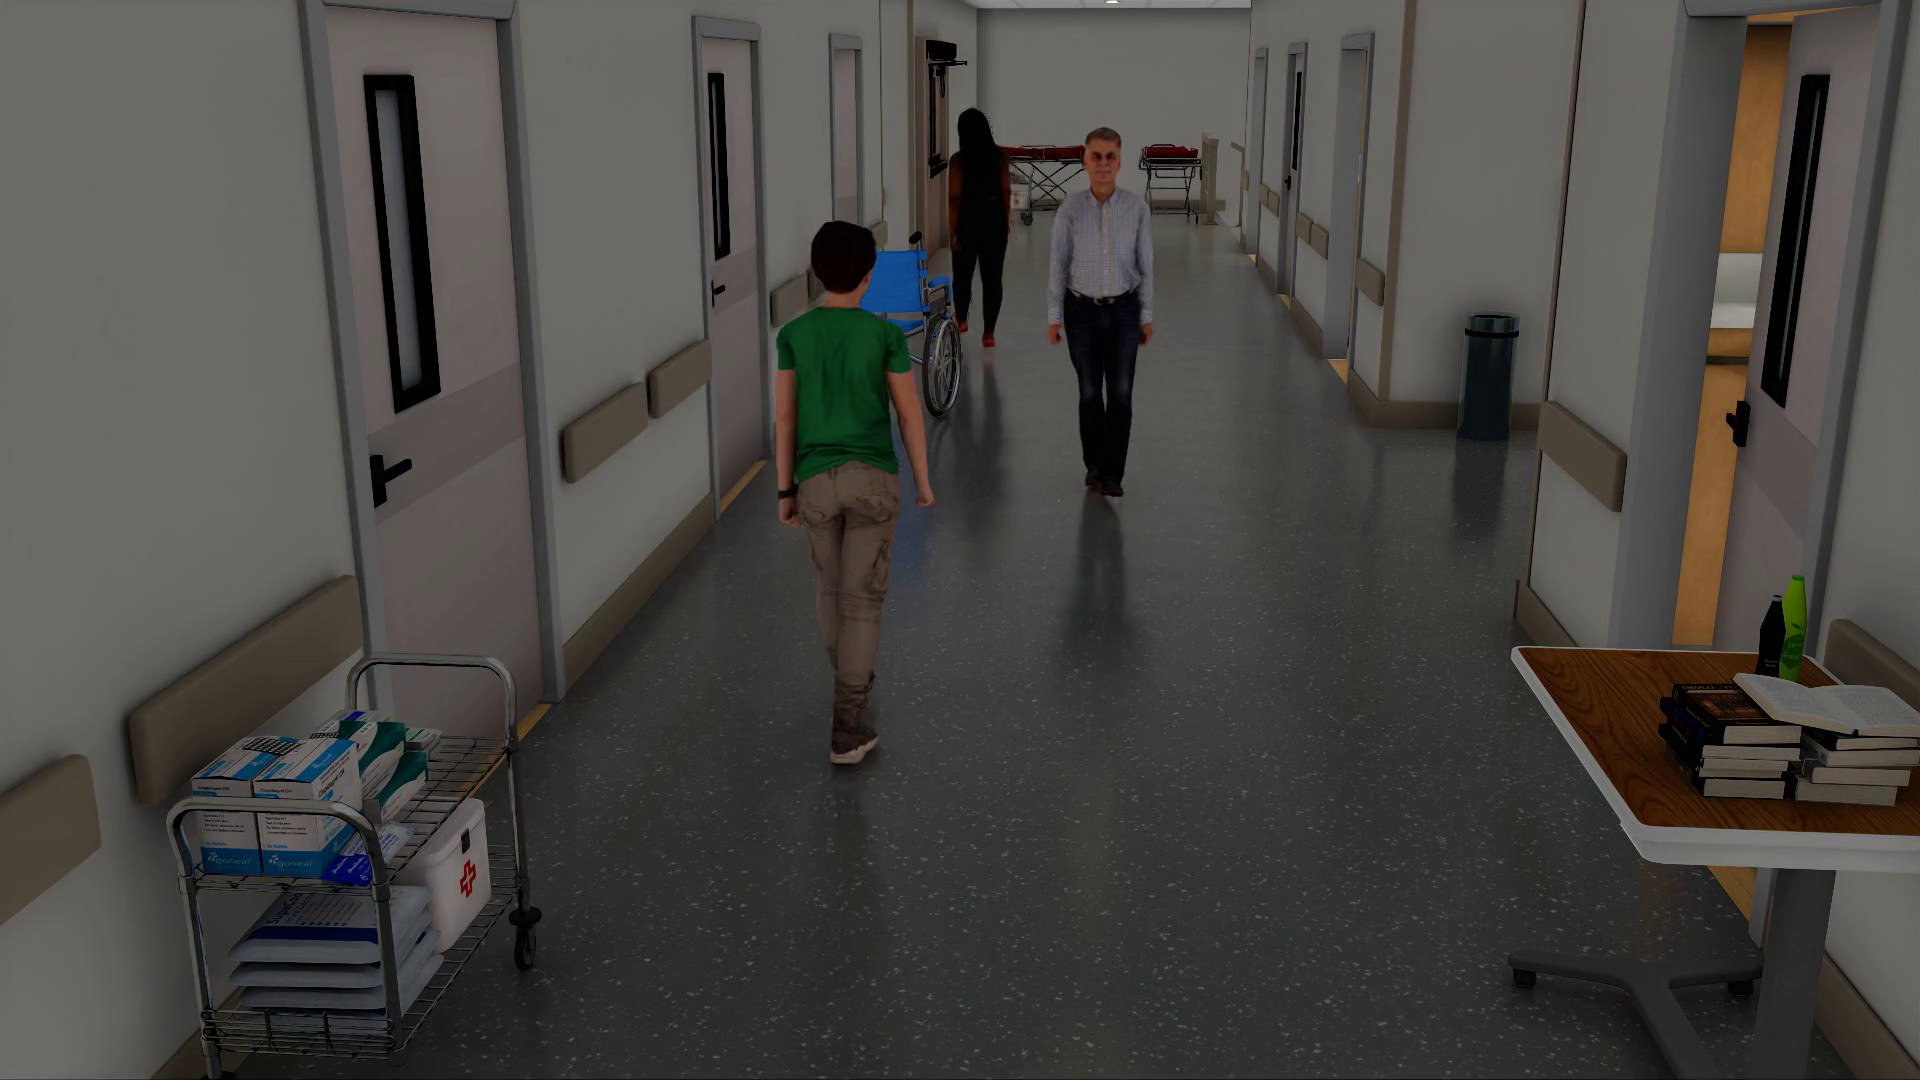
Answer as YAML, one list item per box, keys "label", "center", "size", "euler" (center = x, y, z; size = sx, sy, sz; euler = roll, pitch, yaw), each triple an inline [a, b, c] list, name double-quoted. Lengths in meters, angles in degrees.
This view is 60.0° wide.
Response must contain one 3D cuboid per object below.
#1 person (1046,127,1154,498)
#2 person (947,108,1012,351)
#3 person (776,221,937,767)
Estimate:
- label: "person"
  center: [0.714, -1.142, 8.361]
  size: [0.692, 1.799, 0.941]
  euler: [2, 16, 7]
- label: "person"
  center: [0.164, -2.297, 12.513]
  size: [0.855, 1.769, 1.236]
  euler: [-2, 16, -7]
- label: "person"
  center: [-0.360, -0.113, 5.039]
  size: [0.679, 1.621, 0.940]
  euler: [4, 16, 15]
